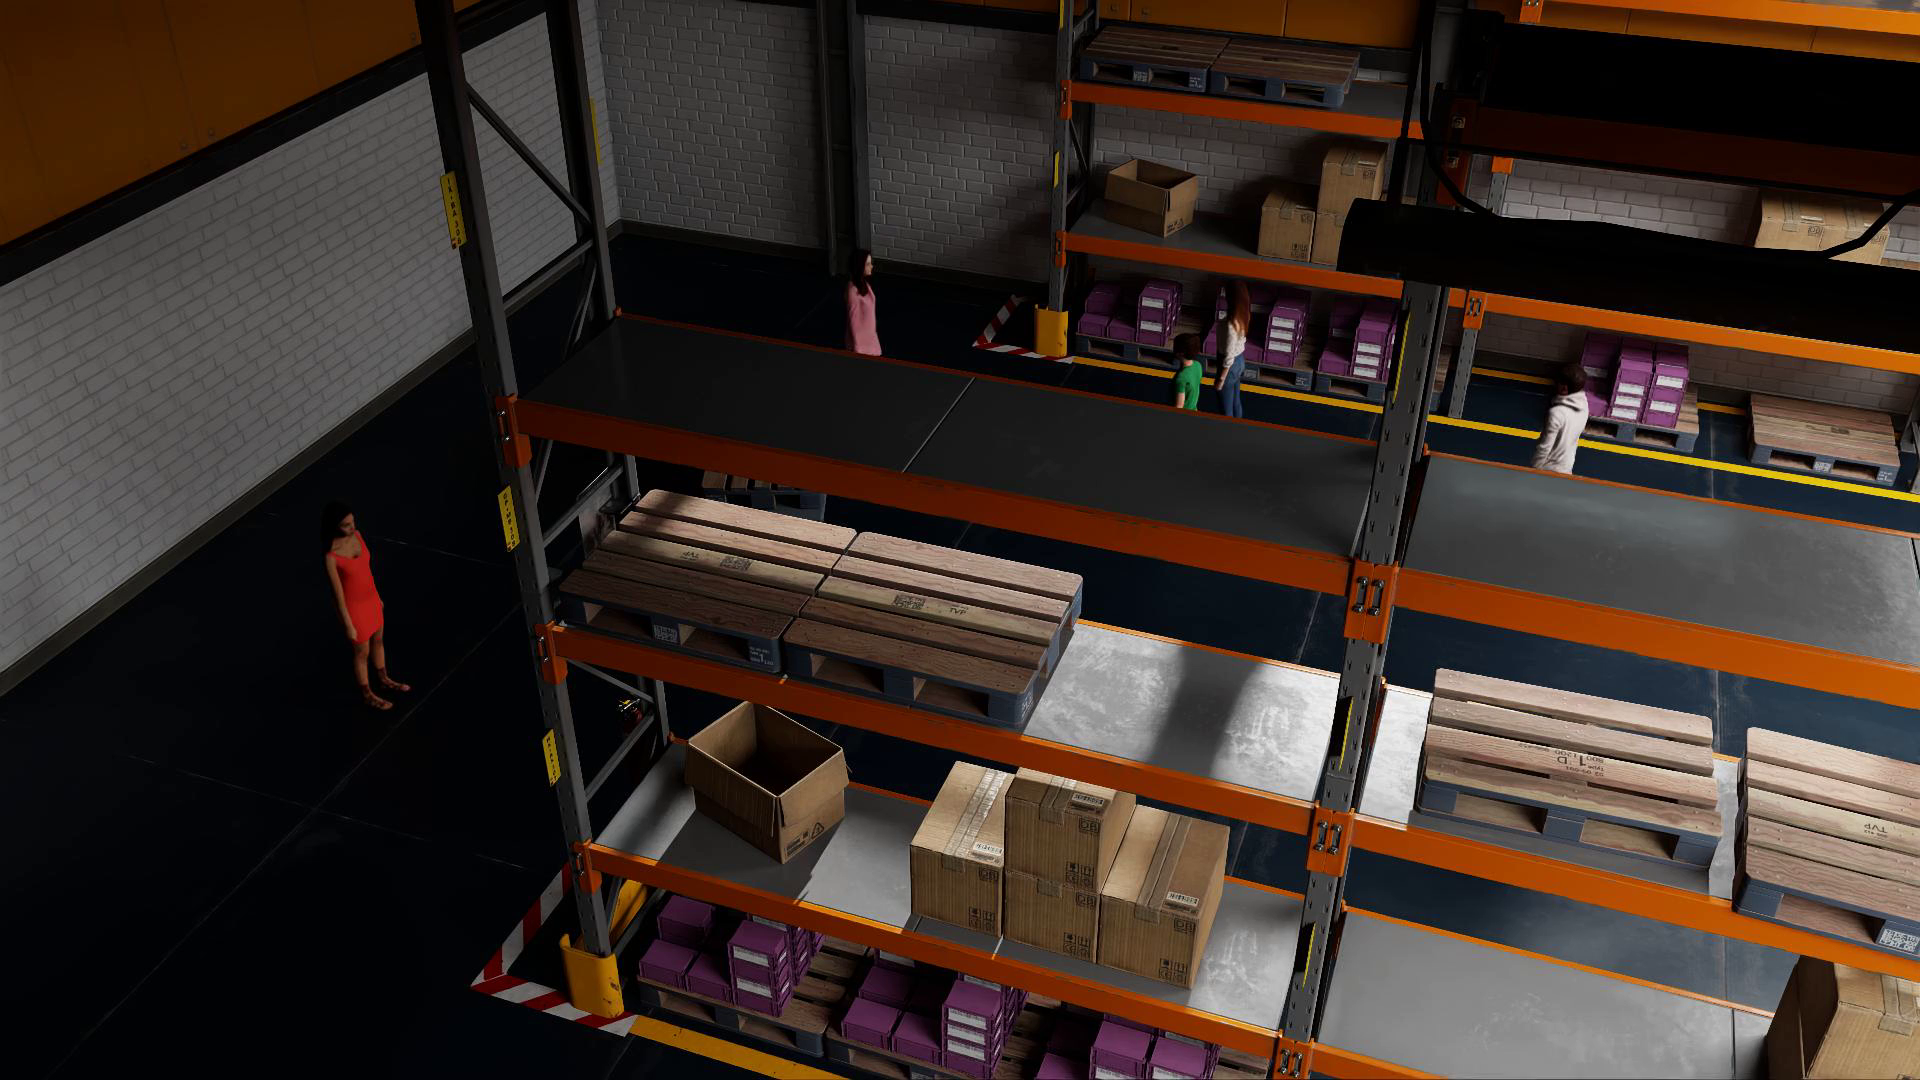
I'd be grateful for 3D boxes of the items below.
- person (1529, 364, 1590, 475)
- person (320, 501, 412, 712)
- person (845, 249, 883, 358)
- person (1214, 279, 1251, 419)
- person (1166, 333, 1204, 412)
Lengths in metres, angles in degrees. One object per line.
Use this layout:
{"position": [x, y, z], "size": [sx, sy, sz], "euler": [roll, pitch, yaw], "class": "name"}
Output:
{"position": [4.780, -0.503, 13.197], "size": [1.309, 1.812, 0.966], "euler": [25, 41, 33], "class": "person"}
{"position": [-4.293, 0.464, 11.826], "size": [0.578, 1.720, 0.609], "euler": [7, 34, 10], "class": "person"}
{"position": [-0.975, -1.798, 15.171], "size": [0.958, 1.784, 0.638], "euler": [9, 35, 13], "class": "person"}
{"position": [2.419, -1.530, 14.819], "size": [0.535, 1.727, 0.597], "euler": [16, 37, 23], "class": "person"}
{"position": [1.895, -1.000, 14.091], "size": [0.557, 1.651, 0.602], "euler": [16, 37, 23], "class": "person"}
